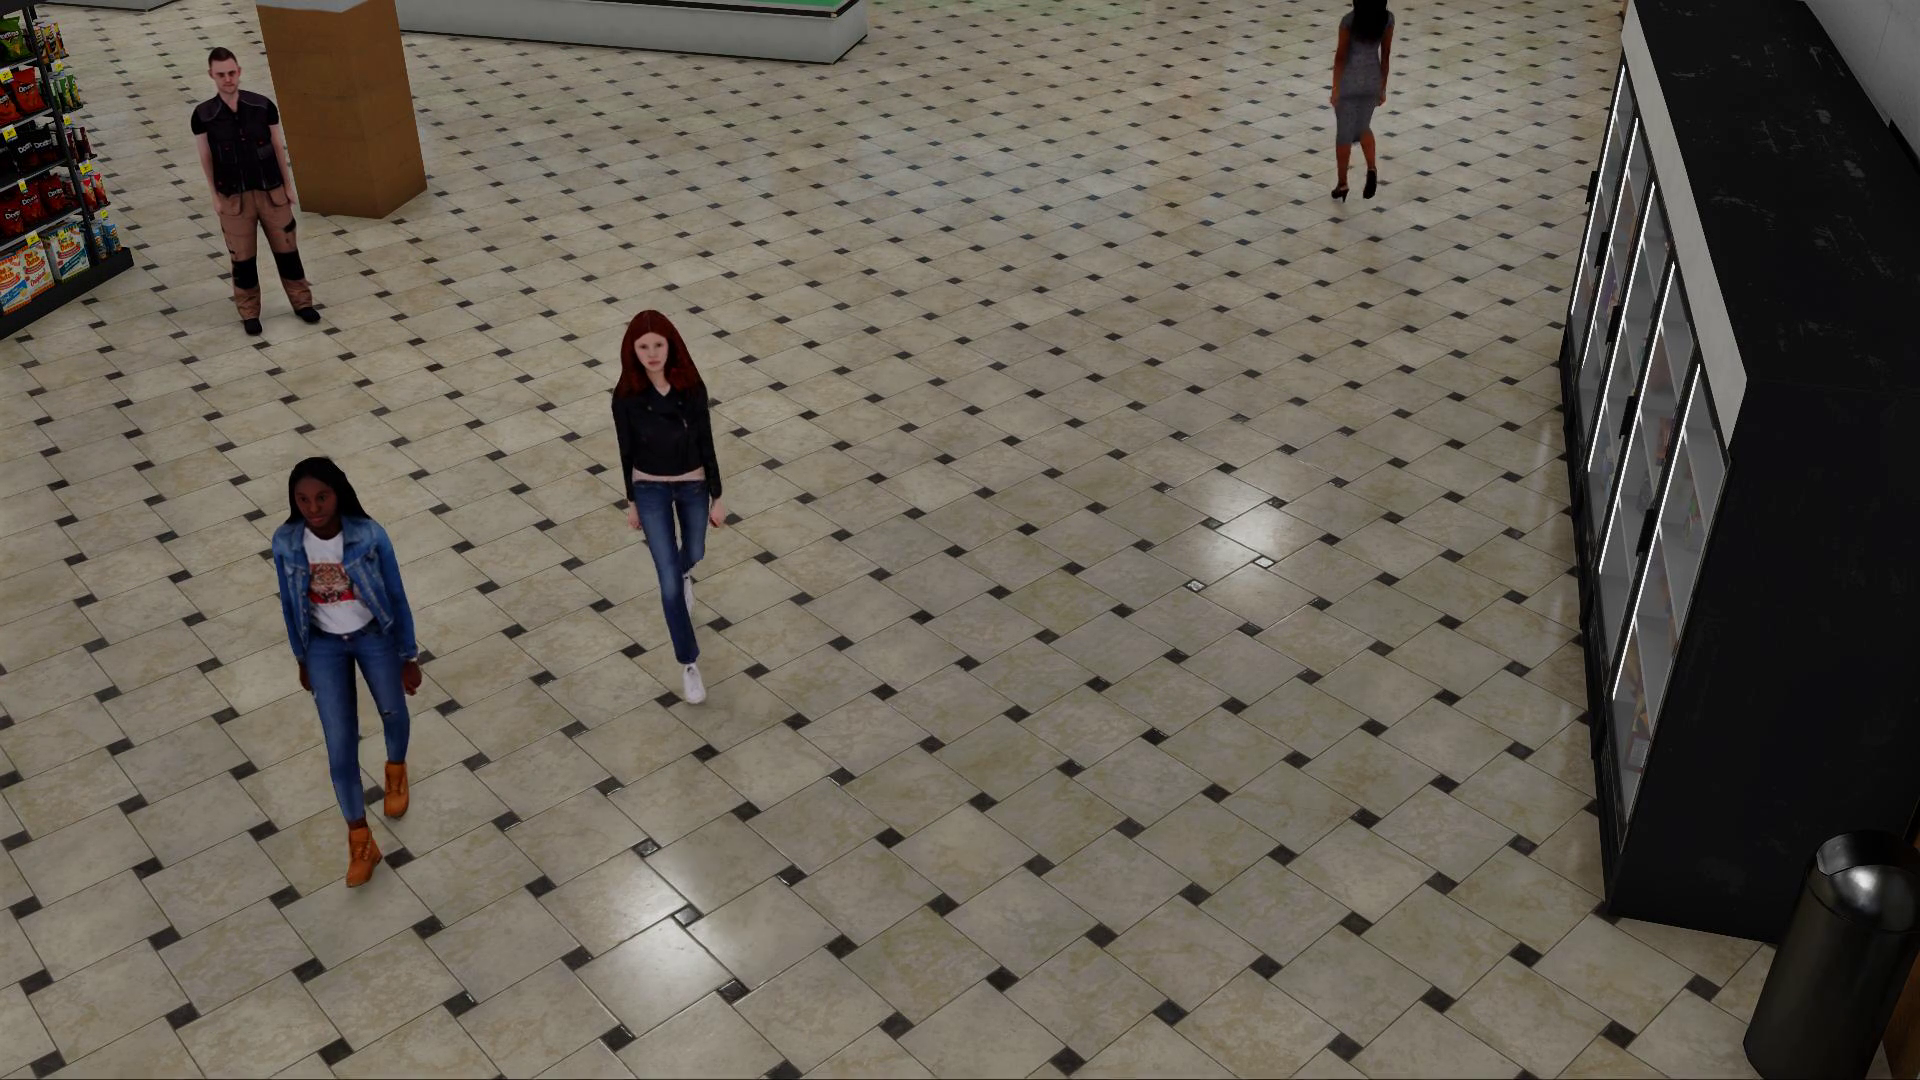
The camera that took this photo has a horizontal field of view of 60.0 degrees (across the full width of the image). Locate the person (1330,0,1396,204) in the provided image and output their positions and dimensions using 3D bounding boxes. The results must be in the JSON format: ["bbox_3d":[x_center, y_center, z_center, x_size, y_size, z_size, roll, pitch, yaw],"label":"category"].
[{"bbox_3d":[3.003,-3.326,12.432,0.852,1.767,0.833,-5,32,-8],"label":"person"}]

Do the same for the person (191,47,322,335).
[{"bbox_3d":[-4.524,-2.234,10.611,0.759,1.837,0.822,-16,35,-24],"label":"person"}]

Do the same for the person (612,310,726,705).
[{"bbox_3d":[-1.282,-0.209,7.441,1.183,1.747,1.052,-8,33,-13],"label":"person"}]

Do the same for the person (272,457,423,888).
[{"bbox_3d":[-2.355,0.399,6.518,1.029,1.691,0.975,-7,33,-11],"label":"person"}]
